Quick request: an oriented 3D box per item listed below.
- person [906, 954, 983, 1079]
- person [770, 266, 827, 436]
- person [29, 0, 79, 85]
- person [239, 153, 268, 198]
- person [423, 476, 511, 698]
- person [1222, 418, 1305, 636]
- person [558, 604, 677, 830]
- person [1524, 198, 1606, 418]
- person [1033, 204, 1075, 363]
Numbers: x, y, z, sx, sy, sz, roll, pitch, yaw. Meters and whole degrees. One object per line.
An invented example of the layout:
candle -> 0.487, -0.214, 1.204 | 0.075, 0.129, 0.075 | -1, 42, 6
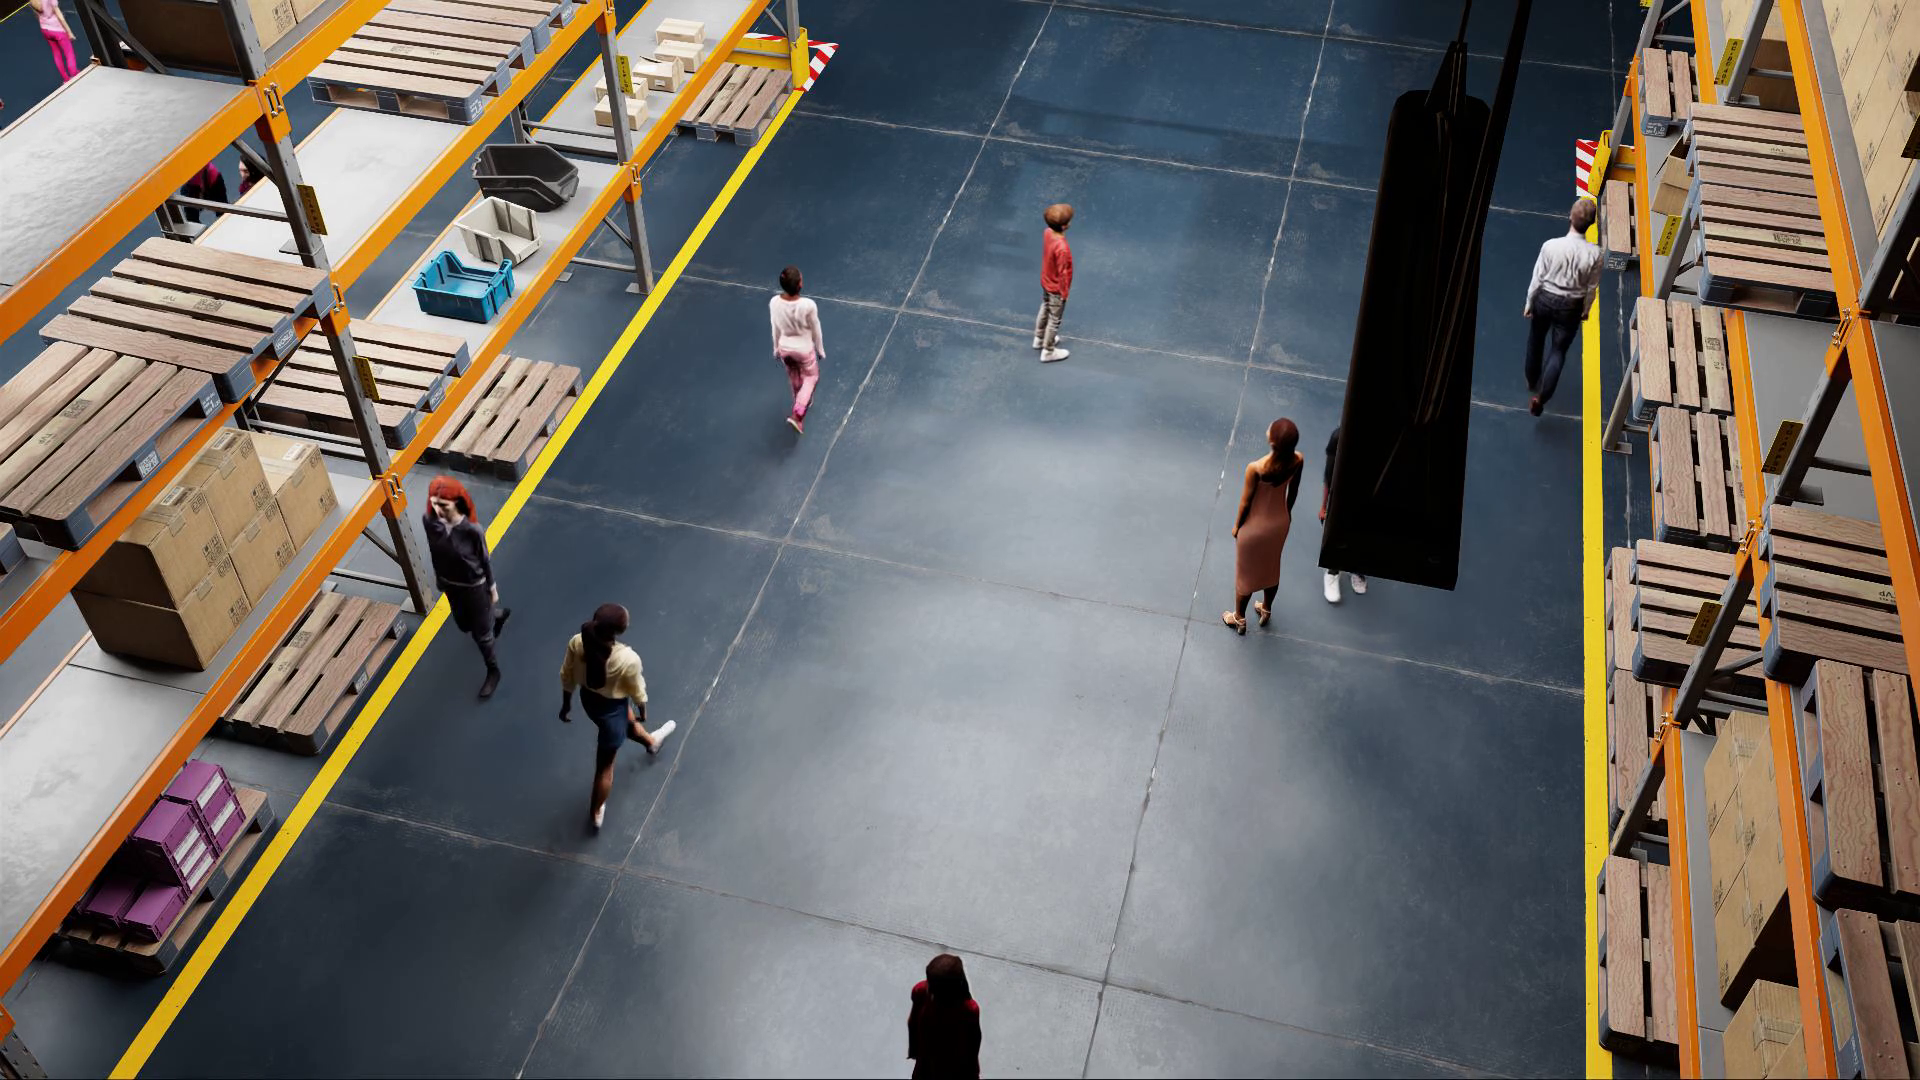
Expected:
person -> -0.071, 2.562, 8.436 | 0.546, 1.554, 0.603 | 13, 45, 13
person -> -1.266, -1.436, 12.719 | 0.561, 1.435, 0.820 | 11, 45, 12
person -> -9.106, -5.139, 16.729 | 0.517, 1.265, 0.500 | 9, 44, 9
person -> -5.573, -2.510, 13.703 | 0.593, 1.632, 0.886 | 10, 45, 11
person -> -3.145, 0.224, 10.736 | 0.621, 1.766, 0.825 | 13, 45, 13
person -> 2.019, -0.088, 11.018 | 0.656, 1.830, 0.684 | -15, 46, -15
person -> -2.160, 1.076, 9.990 | 0.797, 1.562, 1.145 | 13, 45, 13
person -> 4.612, -1.773, 12.807 | 0.734, 1.800, 1.086 | 14, 45, 15
person -> 0.758, -2.086, 13.417 | 0.656, 1.413, 0.571 | -14, 45, -14
